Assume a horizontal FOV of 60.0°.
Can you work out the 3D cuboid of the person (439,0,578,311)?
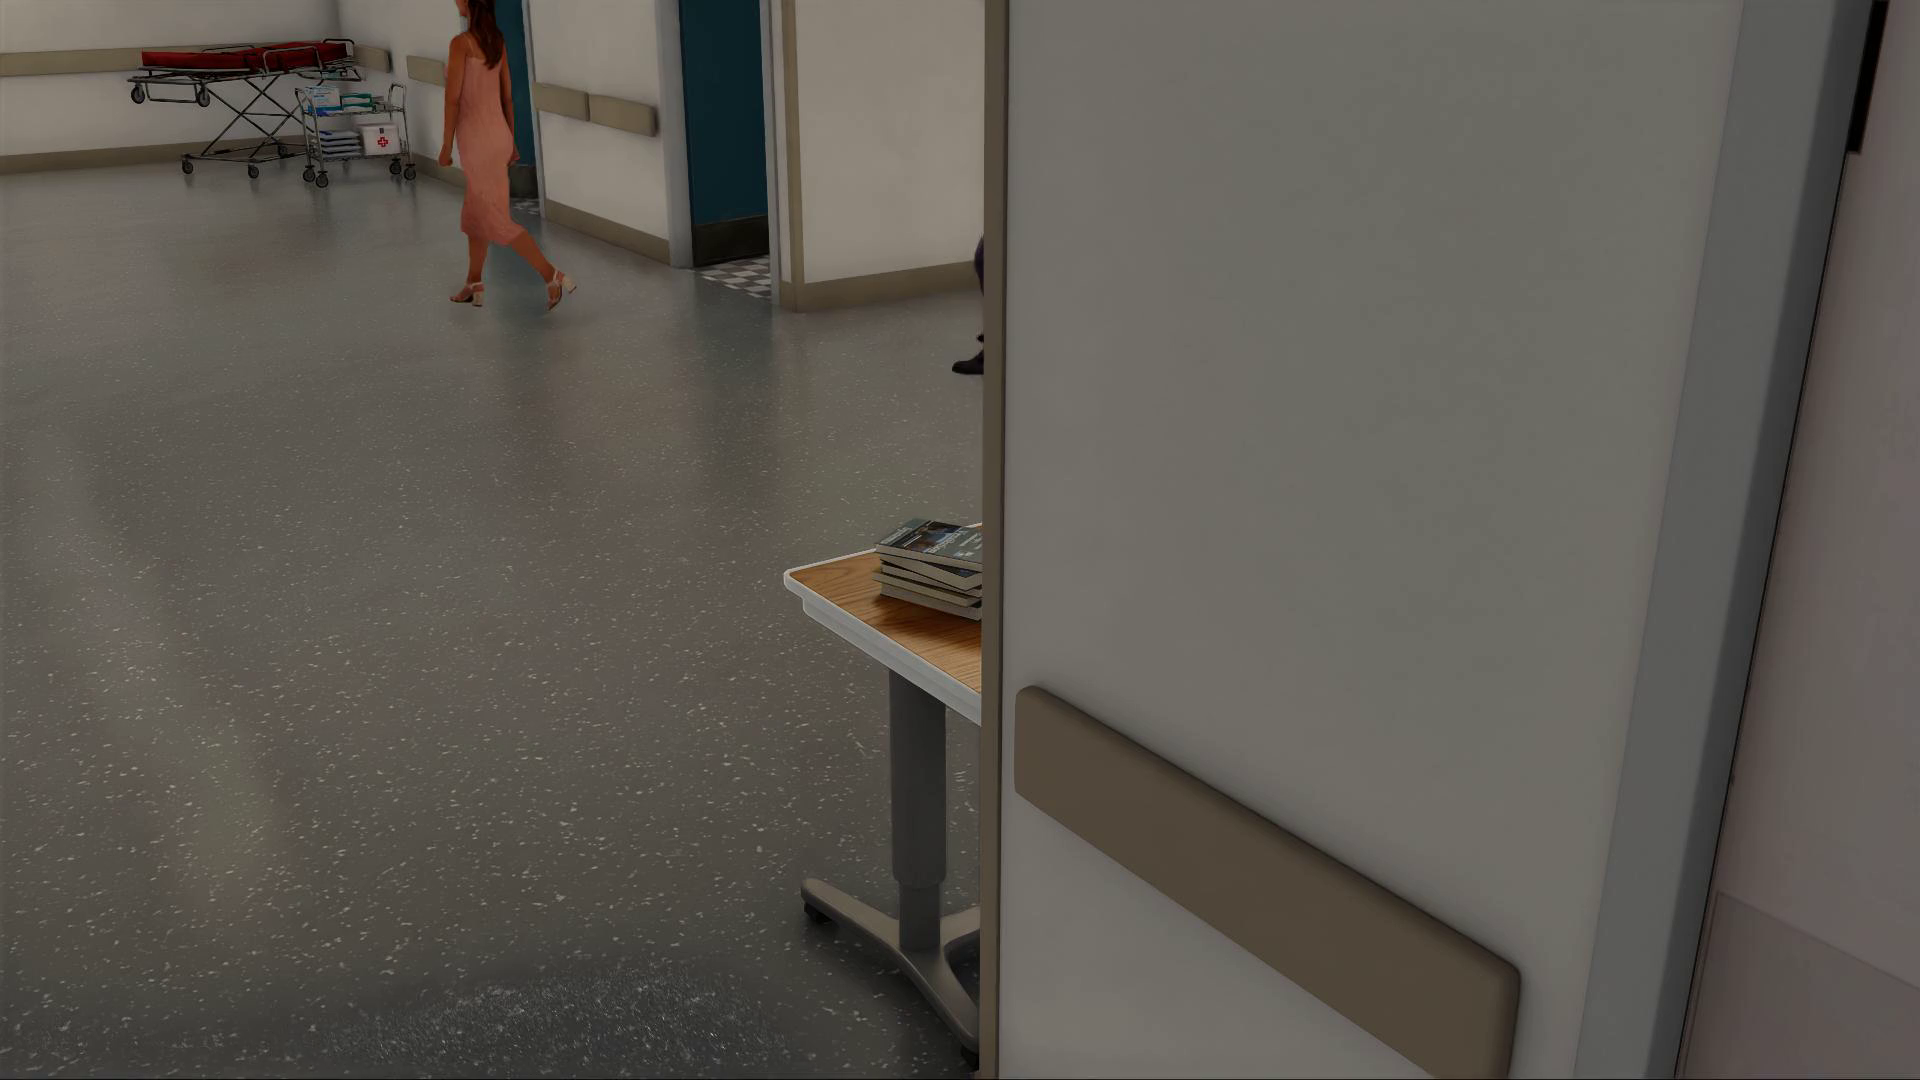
[{"bbox_3d":[-2.484,-2.080,8.957,1.162,1.795,1.001,7,22,17],"label":"person"}]
